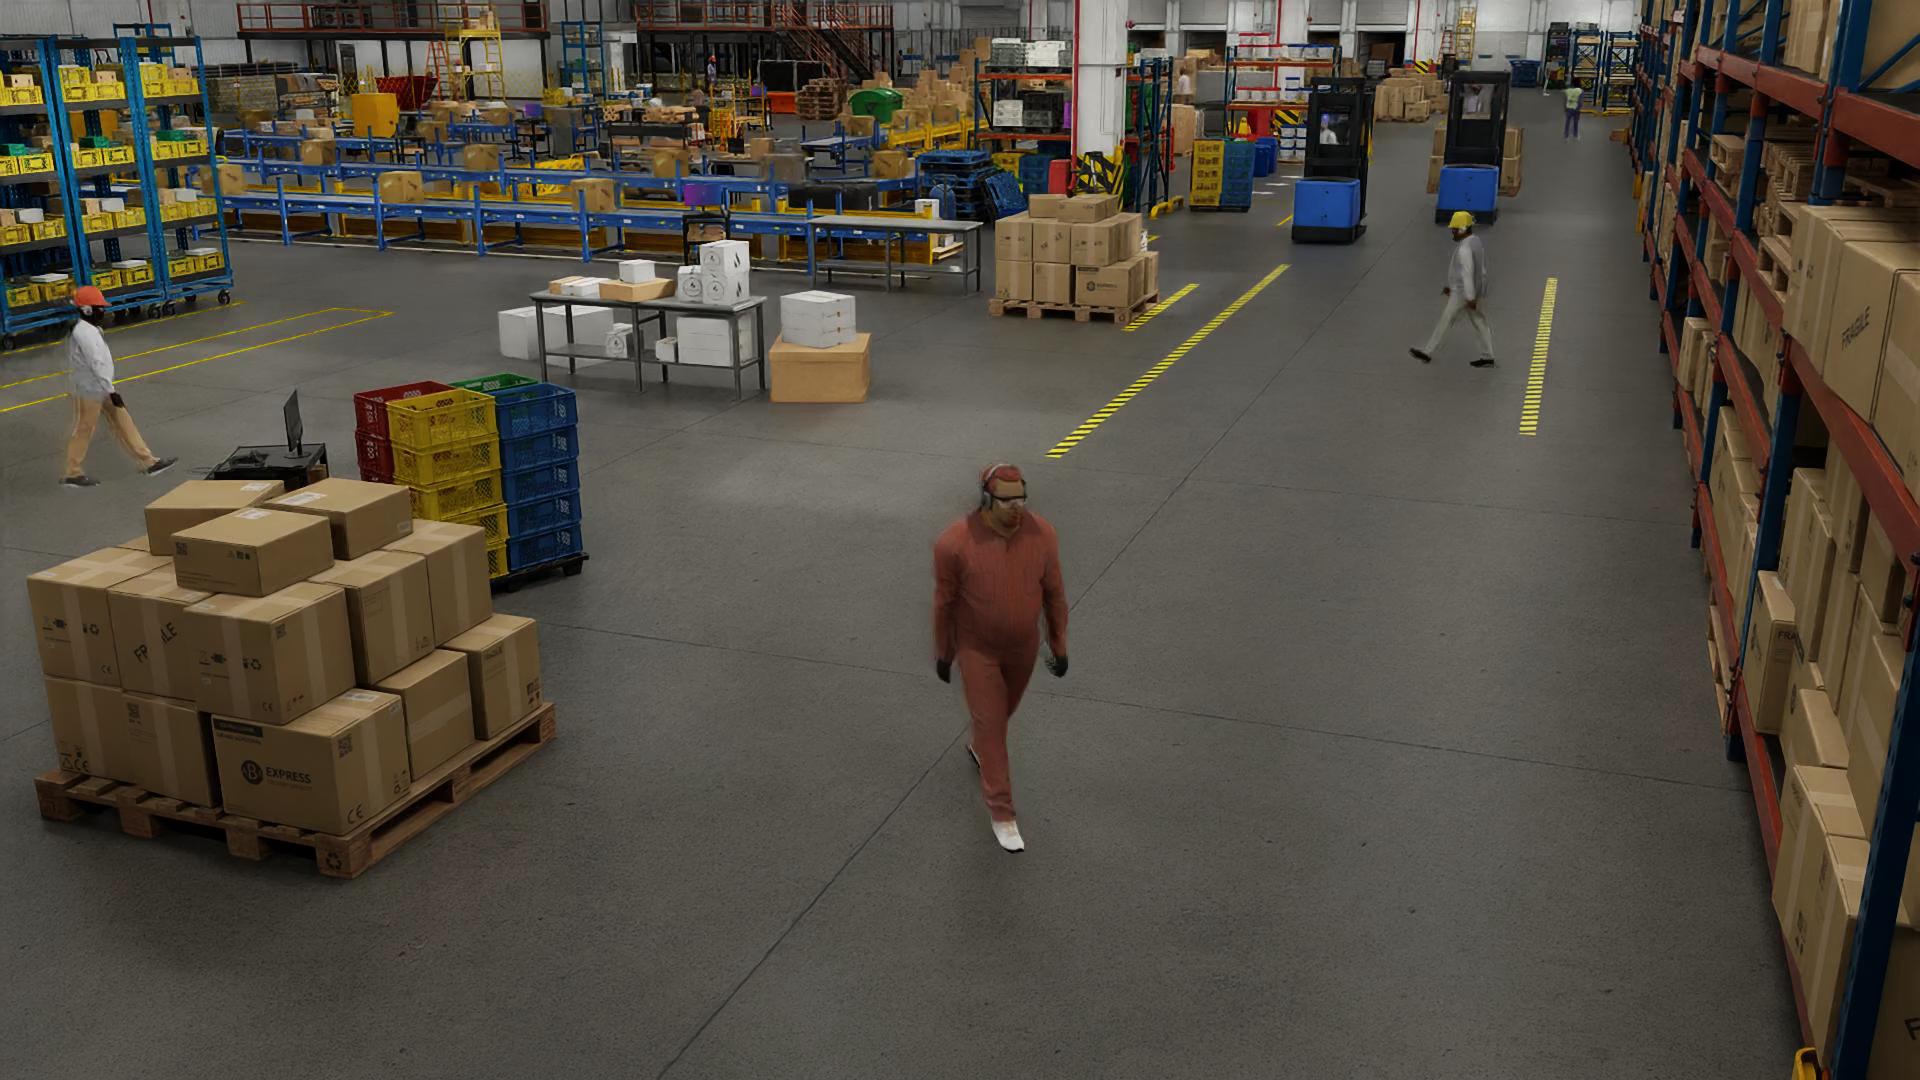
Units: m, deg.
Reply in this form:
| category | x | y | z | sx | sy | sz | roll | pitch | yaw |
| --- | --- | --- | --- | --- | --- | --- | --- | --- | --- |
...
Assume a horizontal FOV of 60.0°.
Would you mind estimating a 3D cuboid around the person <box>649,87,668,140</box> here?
| category | x | y | z | sx | sy | sz | roll | pitch | yaw |
| --- | --- | --- | --- | --- | --- | --- | --- | --- | --- |
| person | -8.645 | -12.009 | 47.591 | 0.876 | 1.842 | 0.528 | 13 | 22 | 34 |

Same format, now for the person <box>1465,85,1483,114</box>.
| category | x | y | z | sx | sy | sz | roll | pitch | yaw |
| --- | --- | --- | --- | --- | --- | --- | --- | --- | --- |
| person | 14.751 | -12.149 | 47.969 | 1.017 | 1.885 | 0.556 | -16 | 24 | -41 |

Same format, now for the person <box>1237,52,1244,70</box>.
| category | x | y | z | sx | sy | sz | roll | pitch | yaw |
| --- | --- | --- | --- | --- | --- | --- | --- | --- | --- |
| person | 14.871 | -24.919 | 88.098 | 1.010 | 1.884 | 0.606 | 17 | 24 | 42 |

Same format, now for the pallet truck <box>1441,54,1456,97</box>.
| category | x | y | z | sx | sy | sz | roll | pitch | yaw |
| --- | --- | --- | --- | --- | --- | --- | --- | --- | --- |
| pallet truck | 22.765 | -21.886 | 78.355 | 0.823 | 1.965 | 1.885 | -4 | 18 | -14 |

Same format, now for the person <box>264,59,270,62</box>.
| category | x | y | z | sx | sy | sz | roll | pitch | yaw |
| --- | --- | --- | --- | --- | --- | --- | --- | --- | --- |
| person | -31.089 | -20.598 | 74.527 | 1.006 | 1.872 | 0.625 | 0 | 18 | -1 |

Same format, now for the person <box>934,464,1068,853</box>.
| category | x | y | z | sx | sy | sz | roll | pitch | yaw |
| --- | --- | --- | --- | --- | --- | --- | --- | --- | --- |
| person | 0.189 | 0.489 | 8.285 | 0.658 | 1.863 | 0.999 | -7 | 19 | -20 |

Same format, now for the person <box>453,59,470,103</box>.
| category | x | y | z | sx | sy | sz | roll | pitch | yaw |
| --- | --- | --- | --- | --- | --- | --- | --- | --- | --- |
| person | -22.087 | -20.292 | 73.531 | 0.993 | 1.887 | 0.559 | 1 | 18 | 4 |

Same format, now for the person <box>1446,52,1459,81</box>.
| category | x | y | z | sx | sy | sz | roll | pitch | yaw |
| --- | --- | --- | --- | --- | --- | --- | --- | --- | --- |
| person | 24.171 | -22.936 | 81.681 | 0.647 | 1.966 | 0.648 | 10 | 20 | 30 |

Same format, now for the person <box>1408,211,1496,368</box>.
| category | x | y | z | sx | sy | sz | roll | pitch | yaw |
| --- | --- | --- | --- | --- | --- | --- | --- | --- | --- |
| person | 5.693 | -2.843 | 18.893 | 0.981 | 1.766 | 0.588 | 11 | 21 | 31 |

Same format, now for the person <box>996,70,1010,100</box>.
| category | x | y | z | sx | sy | sz | roll | pitch | yaw |
| --- | --- | --- | --- | --- | --- | --- | --- | --- | --- |
| person | 1.602 | -17.216 | 63.612 | 1.022 | 2.000 | 0.682 | 10 | 20 | 30 |

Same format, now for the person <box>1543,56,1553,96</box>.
| category | x | y | z | sx | sy | sz | roll | pitch | yaw |
| --- | --- | --- | --- | --- | --- | --- | --- | --- | --- |
| person | 28.285 | -22.336 | 79.993 | 0.329 | 1.863 | 0.513 | 7 | 19 | 21 |

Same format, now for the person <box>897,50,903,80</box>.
| category | x | y | z | sx | sy | sz | roll | pitch | yaw |
| --- | --- | --- | --- | --- | --- | --- | --- | --- | --- |
| person | -3.524 | -28.101 | 98.372 | 0.321 | 1.696 | 0.537 | 7 | 19 | 21 |

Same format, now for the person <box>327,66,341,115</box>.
| category | x | y | z | sx | sy | sz | roll | pitch | yaw |
| --- | --- | --- | --- | --- | --- | --- | --- | --- | --- |
| person | -24.361 | -17.488 | 64.722 | 0.356 | 1.883 | 0.575 | 7 | 19 | 21 |

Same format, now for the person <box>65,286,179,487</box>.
| category | x | y | z | sx | sy | sz | roll | pitch | yaw |
| --- | --- | --- | --- | --- | --- | --- | --- | --- | --- |
| person | -7.291 | -1.307 | 14.170 | 0.906 | 1.702 | 0.567 | -5 | 18 | -17 |

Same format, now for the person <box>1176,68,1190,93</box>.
| category | x | y | z | sx | sy | sz | roll | pitch | yaw |
| --- | --- | --- | --- | --- | --- | --- | --- | --- | --- |
| person | 8.152 | -16.329 | 61.039 | 0.490 | 1.921 | 0.629 | 13 | 22 | 36 |

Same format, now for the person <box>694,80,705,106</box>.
| category | x | y | z | sx | sy | sz | roll | pitch | yaw |
| --- | --- | --- | --- | --- | --- | --- | --- | --- | --- |
| person | -8.601 | -14.170 | 54.529 | 0.724 | 1.740 | 0.523 | -9 | 20 | -25 |

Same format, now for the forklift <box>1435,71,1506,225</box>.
| category | x | y | z | sx | sy | sz | roll | pitch | yaw |
| --- | --- | --- | --- | --- | --- | --- | --- | --- | --- |
| forklift | 9.820 | -7.526 | 31.802 | 1.129 | 2.768 | 1.873 | 6 | 19 | 19 |

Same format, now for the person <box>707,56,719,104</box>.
| category | x | y | z | sx | sy | sz | roll | pitch | yaw |
| --- | --- | --- | --- | --- | --- | --- | --- | --- | --- |
| person | -10.748 | -20.034 | 72.474 | 0.402 | 2.036 | 0.609 | 7 | 19 | 21 |

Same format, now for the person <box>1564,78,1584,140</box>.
| category | x | y | z | sx | sy | sz | roll | pitch | yaw |
| --- | --- | --- | --- | --- | --- | --- | --- | --- | --- |
| person | 19.356 | -13.580 | 52.439 | 0.612 | 1.879 | 0.889 | 14 | 23 | 38 |

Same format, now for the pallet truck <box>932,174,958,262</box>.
| category | x | y | z | sx | sy | sz | roll | pitch | yaw |
| --- | --- | --- | --- | --- | --- | --- | --- | --- | --- |
| pallet truck | -0.507 | -5.292 | 27.348 | 0.653 | 1.274 | 1.630 | 6 | 19 | 19 |

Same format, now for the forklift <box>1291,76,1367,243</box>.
| category | x | y | z | sx | sy | sz | roll | pitch | yaw |
| --- | --- | --- | --- | --- | --- | --- | --- | --- | --- |
| forklift | 6.598 | -6.755 | 29.381 | 1.129 | 2.768 | 1.873 | 6 | 19 | 19 |

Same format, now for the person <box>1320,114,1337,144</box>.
| category | x | y | z | sx | sy | sz | roll | pitch | yaw |
| --- | --- | --- | --- | --- | --- | --- | --- | --- | --- |
| person | 7.503 | -7.753 | 34.082 | 0.853 | 1.924 | 0.608 | -13 | 22 | -35 |

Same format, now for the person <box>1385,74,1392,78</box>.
| category | x | y | z | sx | sy | sz | roll | pitch | yaw |
| --- | --- | --- | --- | --- | --- | --- | --- | --- | --- |
| person | 15.987 | -16.702 | 62.608 | 0.826 | 1.669 | 0.534 | 6 | 19 | 19 |

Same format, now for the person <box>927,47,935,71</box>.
| category | x | y | z | sx | sy | sz | roll | pitch | yaw |
| --- | --- | --- | --- | --- | --- | --- | --- | --- | --- |
| person | -1.669 | -28.190 | 98.364 | 0.562 | 1.885 | 1.013 | -2 | 18 | -6 |
